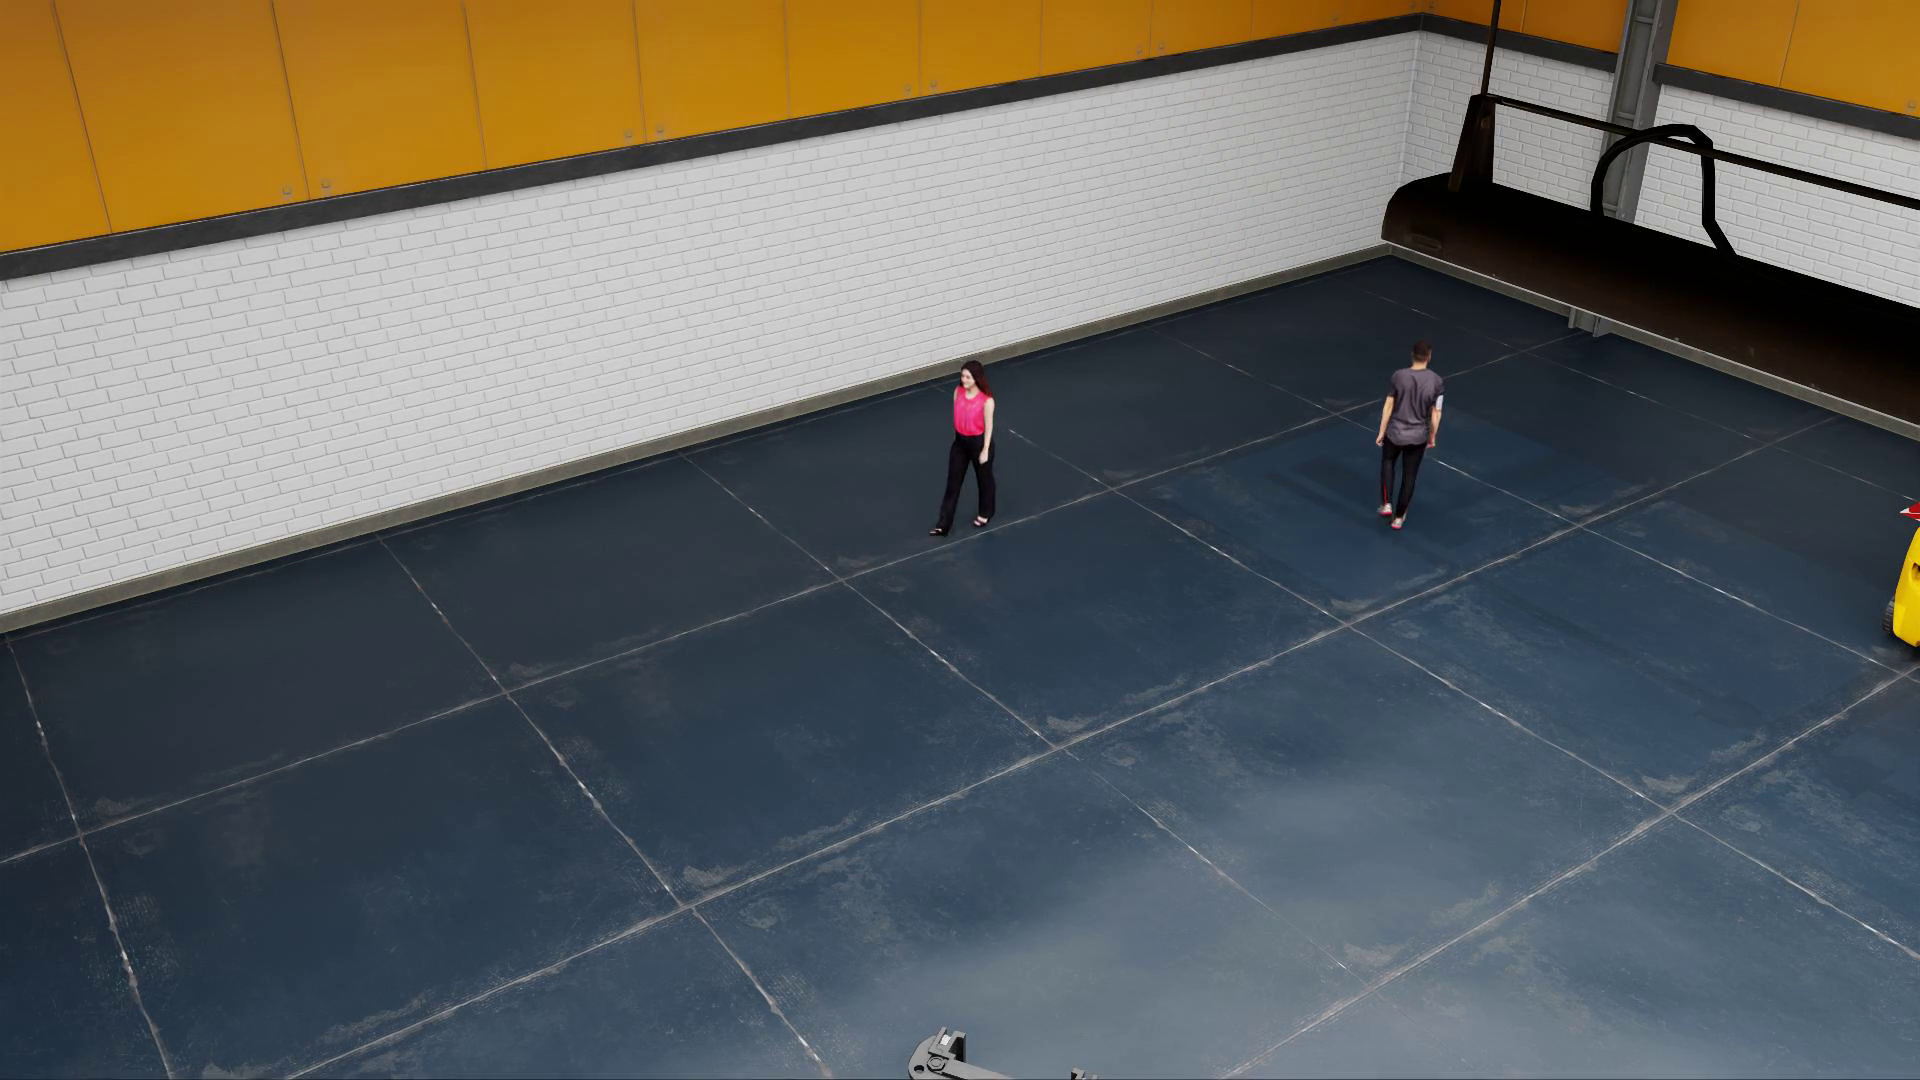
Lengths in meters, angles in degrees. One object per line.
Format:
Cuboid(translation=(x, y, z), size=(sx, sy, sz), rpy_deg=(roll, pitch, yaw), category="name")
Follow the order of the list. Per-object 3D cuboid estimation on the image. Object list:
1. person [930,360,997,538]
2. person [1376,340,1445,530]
Cuboid(translation=(0.158, -0.827, 14.665), size=(1.021, 1.629, 0.879), rpy_deg=(19, 34, 31), category="person")
Cuboid(translation=(3.929, -0.885, 14.643), size=(0.766, 1.753, 0.846), rpy_deg=(7, 29, 13), category="person")
